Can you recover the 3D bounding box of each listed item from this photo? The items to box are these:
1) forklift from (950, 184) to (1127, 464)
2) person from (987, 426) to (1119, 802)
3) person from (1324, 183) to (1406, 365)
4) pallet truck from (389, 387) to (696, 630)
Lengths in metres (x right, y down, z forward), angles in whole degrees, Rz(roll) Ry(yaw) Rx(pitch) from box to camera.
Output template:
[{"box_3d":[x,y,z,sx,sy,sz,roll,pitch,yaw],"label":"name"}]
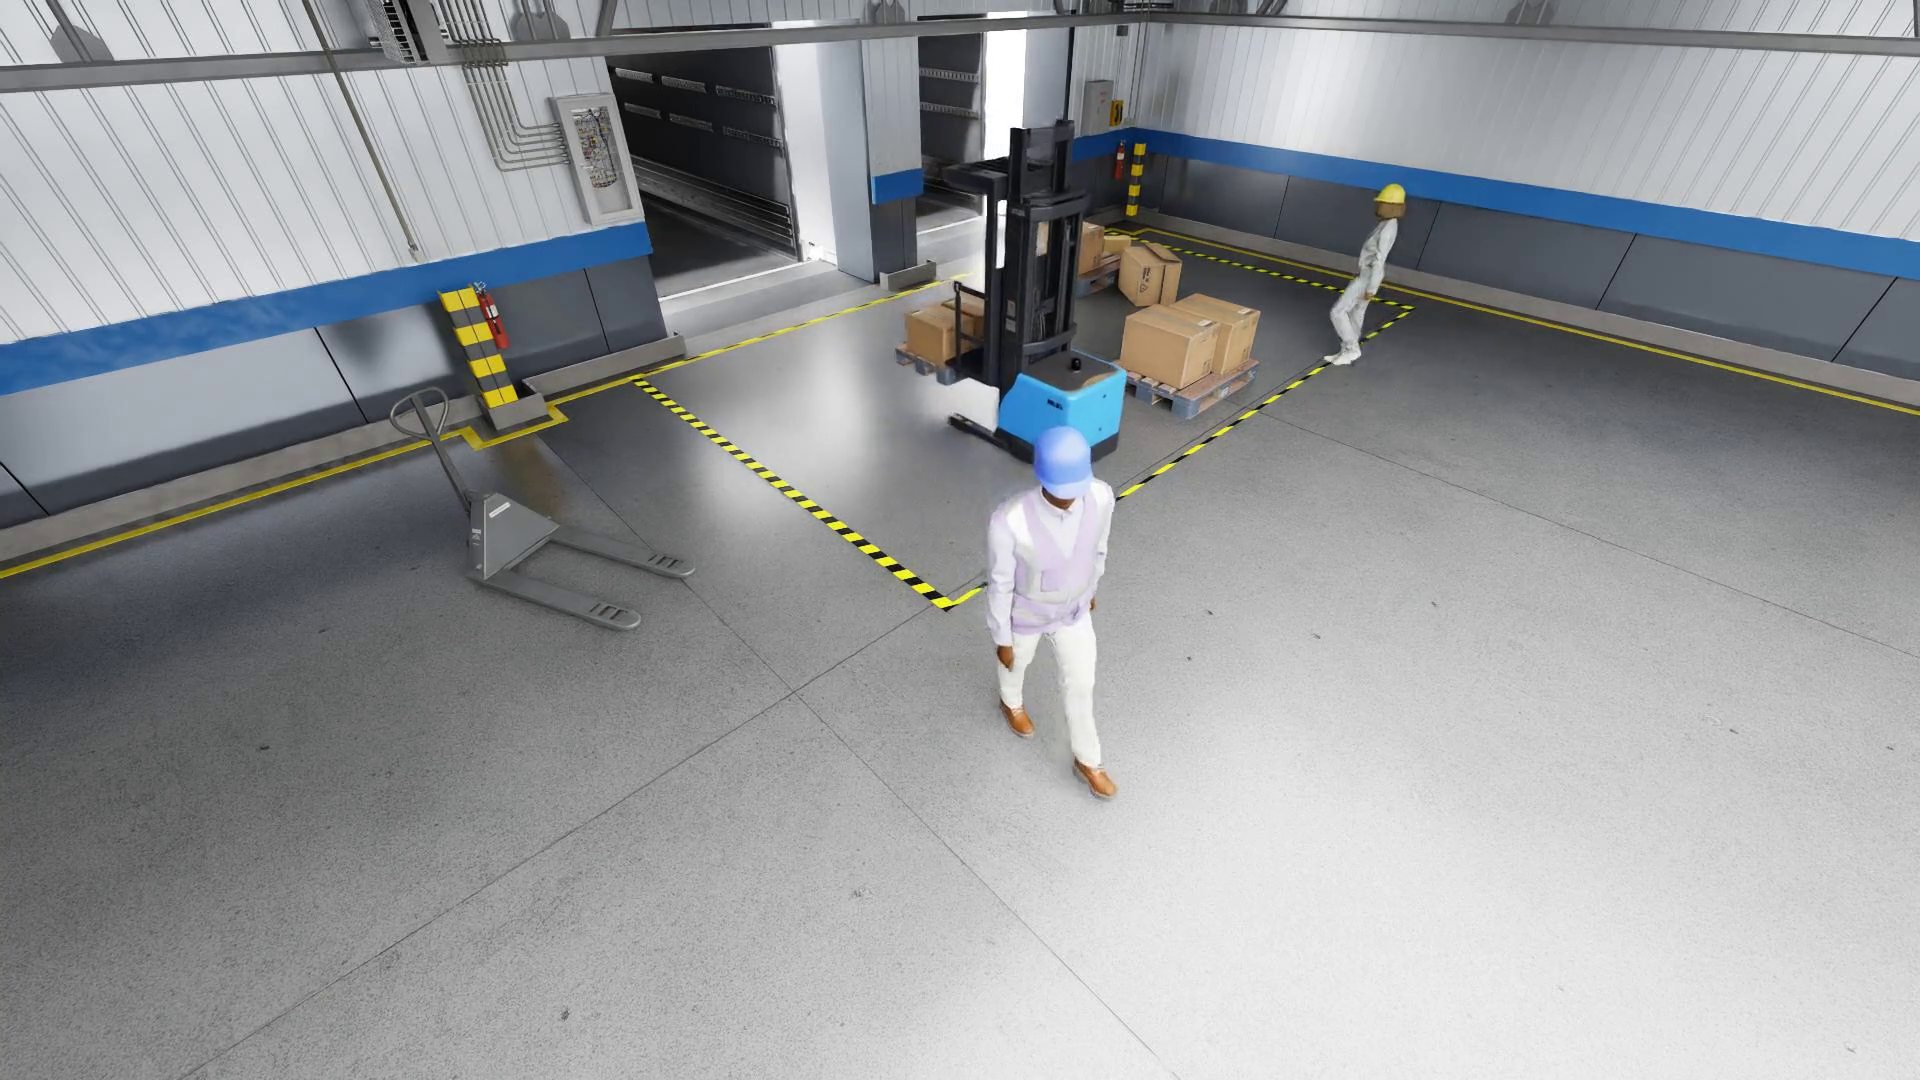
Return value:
[{"box_3d":[0.780,-1.583,5.665,0.716,2.013,0.776,-30,47,-33],"label":"forklift"},{"box_3d":[0.434,0.378,3.231,0.621,1.911,0.841,-14,40,-18],"label":"person"},{"box_3d":[3.940,-2.532,7.148,0.397,1.731,0.487,21,42,25],"label":"person"},{"box_3d":[-2.613,-0.247,4.593,1.601,1.201,0.680,14,40,17],"label":"pallet truck"}]
